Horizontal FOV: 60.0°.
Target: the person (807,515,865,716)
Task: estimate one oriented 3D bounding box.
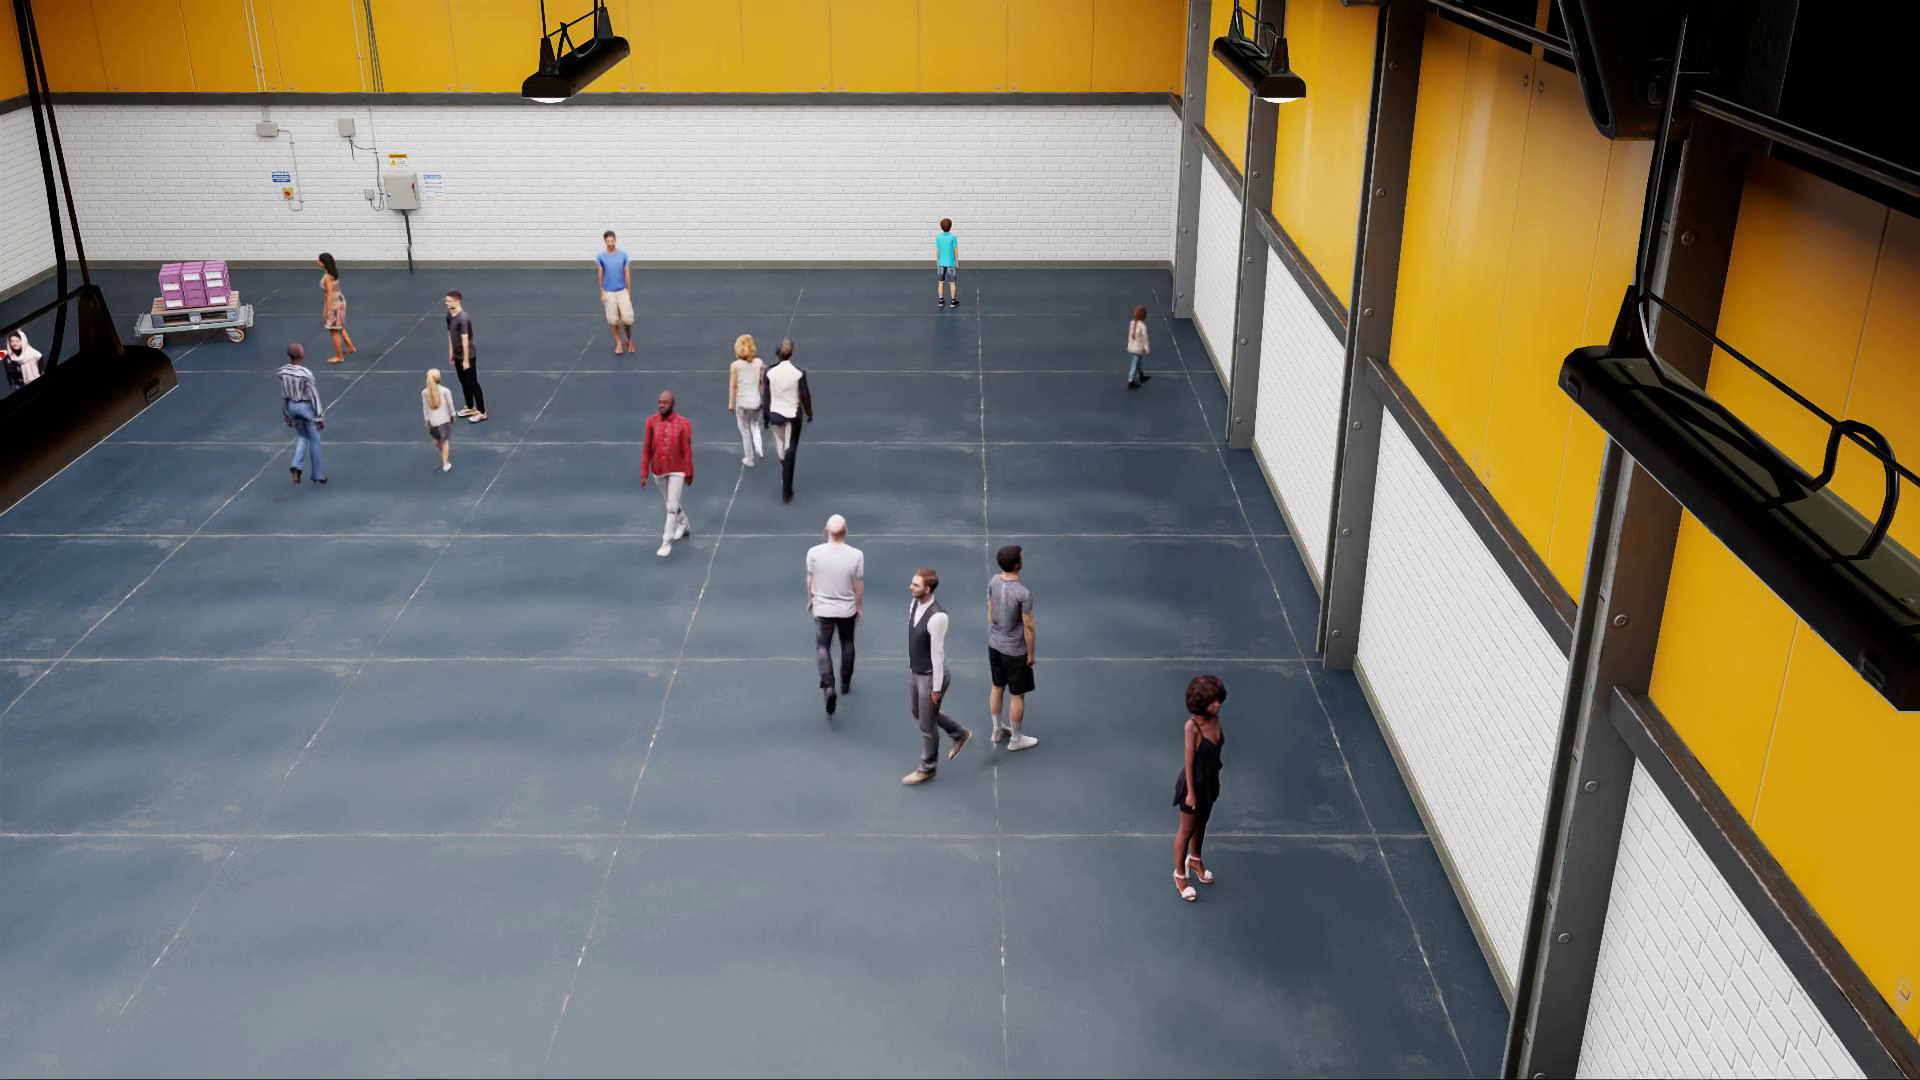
[{"bbox_3d":[-1.122,0.667,14.821,0.757,1.809,1.102,-2,24,-6],"label":"person"}]

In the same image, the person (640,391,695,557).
[{"bbox_3d":[-3.160,-0.779,18.173,0.848,1.775,1.259,5,24,12],"label":"person"}]

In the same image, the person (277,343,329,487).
[{"bbox_3d":[-7.806,-1.430,19.656,0.738,1.779,0.825,5,24,12],"label":"person"}]

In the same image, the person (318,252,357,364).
[{"bbox_3d":[-9.113,-3.421,24.387,0.799,1.638,0.639,-4,24,-8],"label":"person"}]

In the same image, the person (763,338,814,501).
[{"bbox_3d":[-2.044,-1.377,19.459,0.764,1.840,1.181,2,24,4],"label":"person"}]

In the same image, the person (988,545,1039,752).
[{"bbox_3d":[0.414,0.906,14.201,0.793,1.868,0.718,-19,30,-37],"label":"person"}]

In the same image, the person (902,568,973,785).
[{"bbox_3d":[-0.170,1.093,13.710,0.919,1.919,0.966,-10,25,-21],"label":"person"}]

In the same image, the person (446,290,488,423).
[{"bbox_3d":[-6.562,-2.446,22.005,0.759,1.760,0.696,-21,31,-40],"label":"person"}]

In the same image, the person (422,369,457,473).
[{"bbox_3d":[-6.378,-1.448,20.363,0.552,1.245,0.874,-2,24,-5],"label":"person"}]

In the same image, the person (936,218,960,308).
[{"bbox_3d":[-0.214,-4.550,27.206,0.577,1.448,0.573,8,25,17],"label":"person"}]

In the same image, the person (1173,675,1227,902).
[{"bbox_3d":[1.754,1.803,12.247,0.708,1.790,0.633,17,29,34],"label":"person"}]

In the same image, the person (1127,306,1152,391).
[{"bbox_3d":[2.434,-2.678,23.260,0.748,1.180,0.728,-15,27,-30],"label":"person"}]

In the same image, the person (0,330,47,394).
[{"bbox_3d":[-11.621,-1.865,20.857,0.855,1.615,1.110,-8,25,-18],"label":"person"}]

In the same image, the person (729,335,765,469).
[{"bbox_3d":[-2.569,-1.672,20.362,0.719,1.658,0.755,-14,27,-29],"label":"person"}]

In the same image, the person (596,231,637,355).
[{"bbox_3d":[-5.142,-3.714,24.796,0.695,1.847,0.705,-4,24,-9],"label":"person"}]
